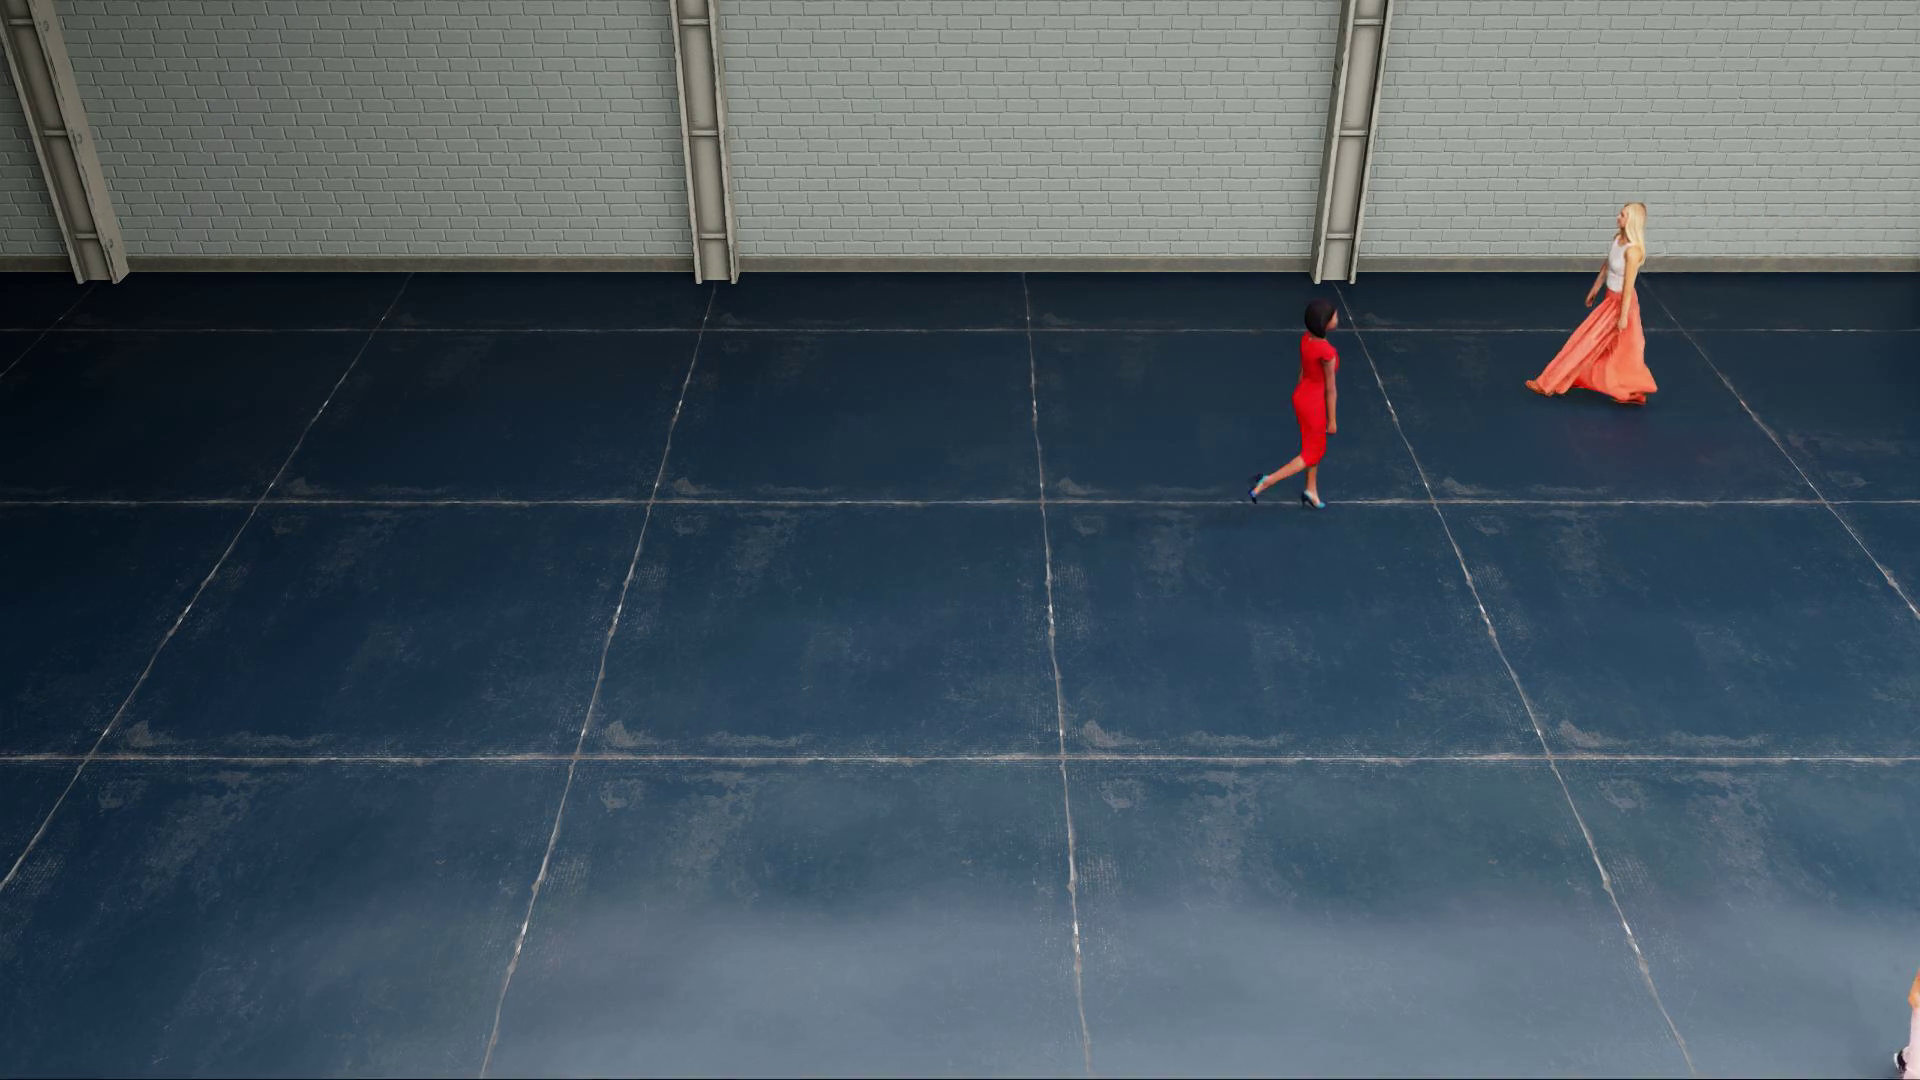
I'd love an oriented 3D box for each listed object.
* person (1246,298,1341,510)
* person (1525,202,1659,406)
[{"bbox_3d":[2.497,-0.922,12.123,0.976,1.725,0.689,-7,34,-10],"label":"person"},{"bbox_3d":[5.441,-1.859,13.554,1.329,1.737,0.800,6,33,8],"label":"person"}]
